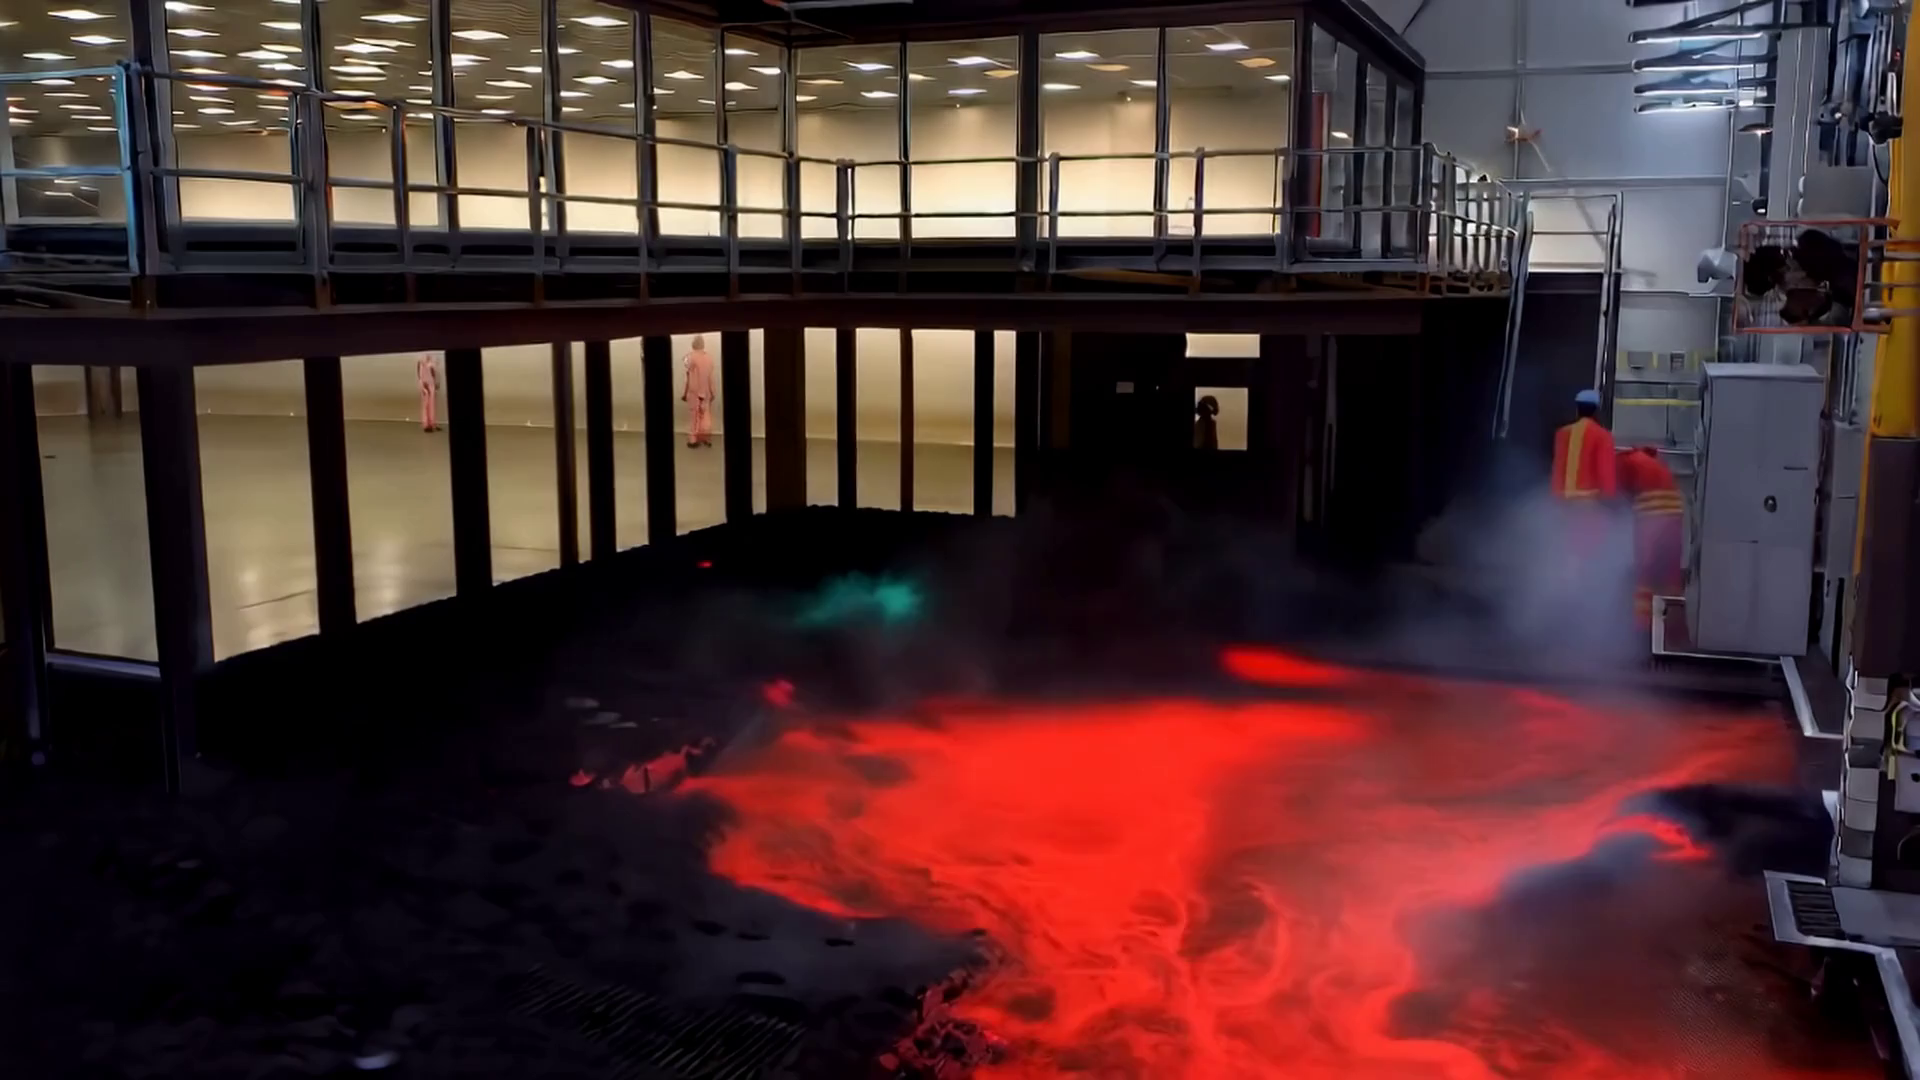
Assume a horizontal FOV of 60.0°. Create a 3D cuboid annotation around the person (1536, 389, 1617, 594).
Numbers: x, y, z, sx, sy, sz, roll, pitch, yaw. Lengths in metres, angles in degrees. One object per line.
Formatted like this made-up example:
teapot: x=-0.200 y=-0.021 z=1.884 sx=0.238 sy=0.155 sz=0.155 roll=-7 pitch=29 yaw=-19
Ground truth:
person: x=5.860 y=-0.452 z=15.793 sx=1.004 sy=1.944 sz=0.631 roll=-5 pitch=11 yaw=-30
